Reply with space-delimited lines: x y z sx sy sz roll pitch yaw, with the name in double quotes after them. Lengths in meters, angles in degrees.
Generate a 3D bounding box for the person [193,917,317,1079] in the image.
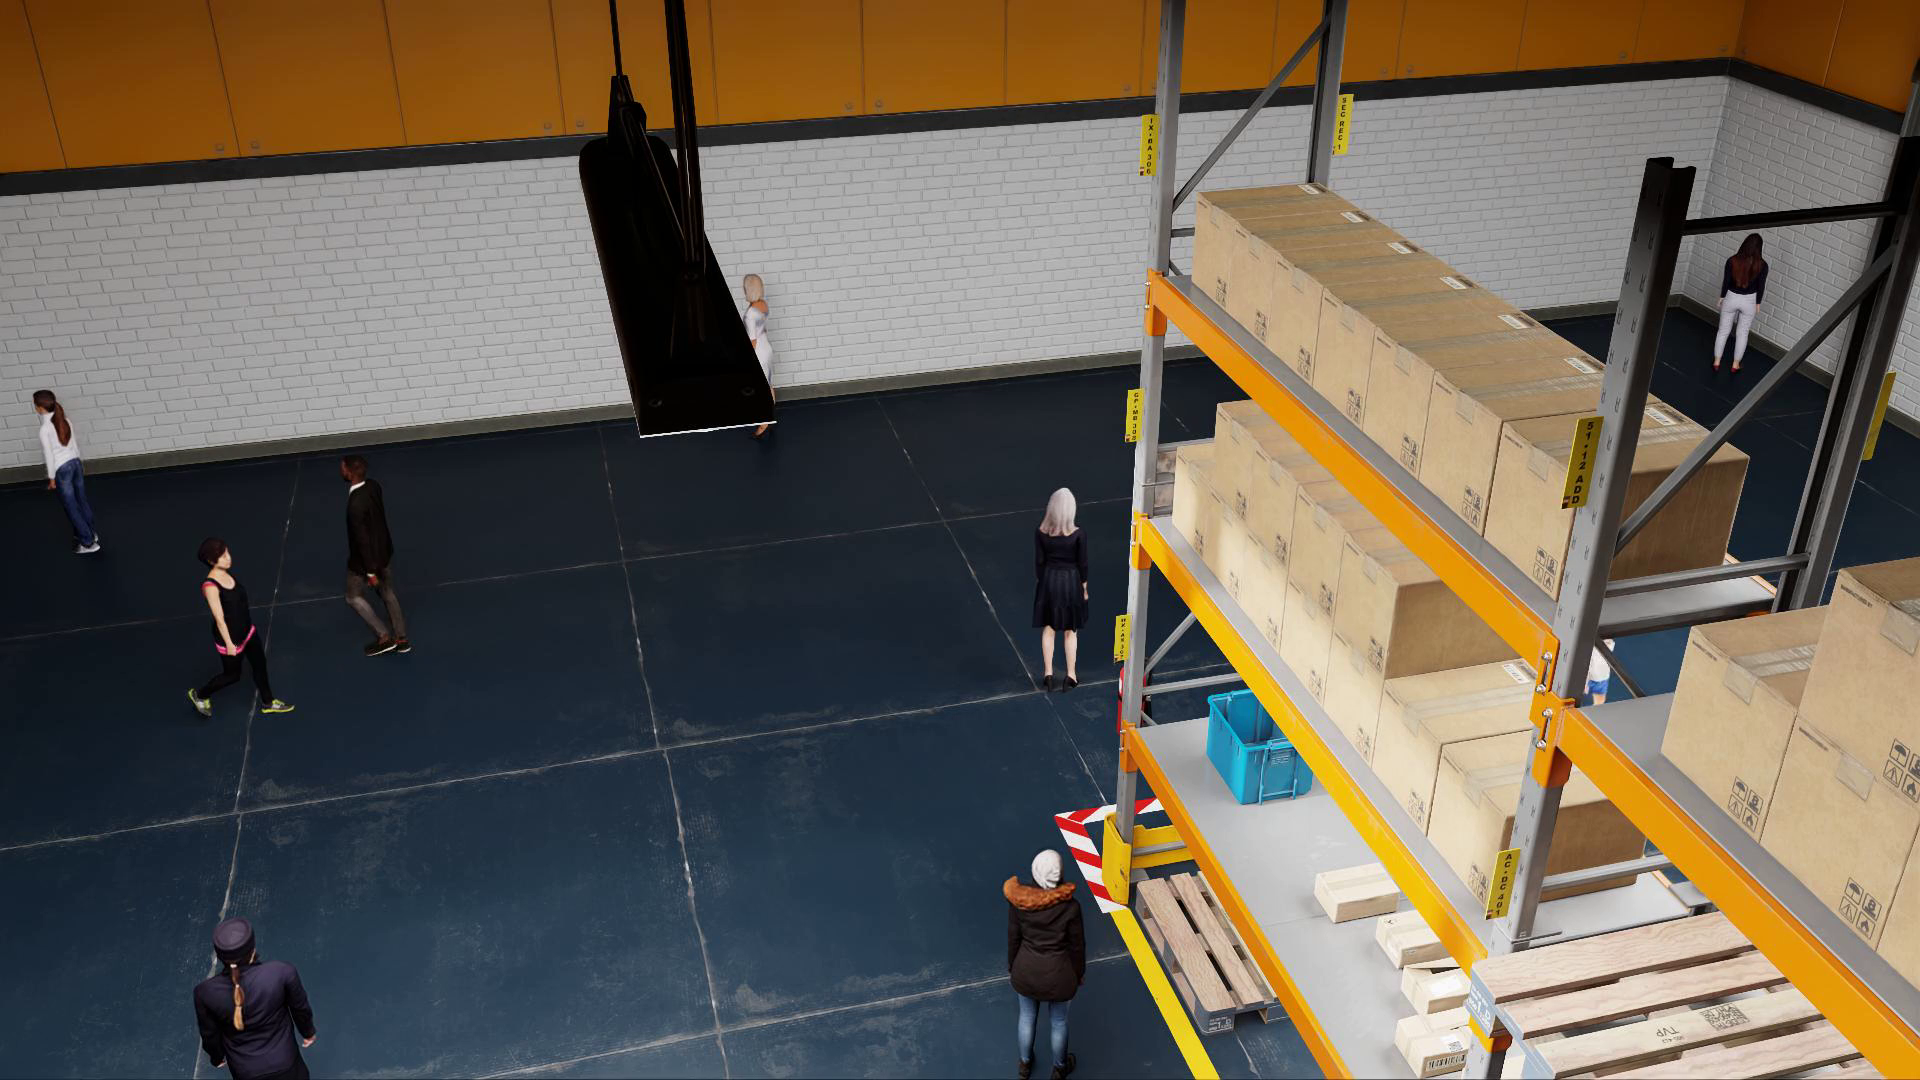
-3.663 2.693 8.735 0.724 1.671 0.662 -12 31 -20 "person"

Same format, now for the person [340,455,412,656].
-4.620 0.138 13.298 0.830 1.788 0.712 4 29 7 "person"

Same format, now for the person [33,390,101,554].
-8.013 -0.627 14.939 0.732 1.559 0.693 7 29 12 "person"

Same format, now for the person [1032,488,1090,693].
0.781 0.391 12.875 0.689 1.748 0.707 6 29 11 "person"

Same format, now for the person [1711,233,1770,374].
8.727 -2.659 18.613 0.678 1.608 0.733 15 32 25 "person"

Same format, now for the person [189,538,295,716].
-5.554 0.699 12.534 0.760 1.534 0.931 -1 29 -1 "person"

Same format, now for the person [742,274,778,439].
-2.067 -1.891 17.057 0.707 1.750 0.603 8 30 15 "person"

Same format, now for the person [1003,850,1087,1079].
0.479 2.392 9.327 0.741 1.634 0.771 7 29 13 "person"
